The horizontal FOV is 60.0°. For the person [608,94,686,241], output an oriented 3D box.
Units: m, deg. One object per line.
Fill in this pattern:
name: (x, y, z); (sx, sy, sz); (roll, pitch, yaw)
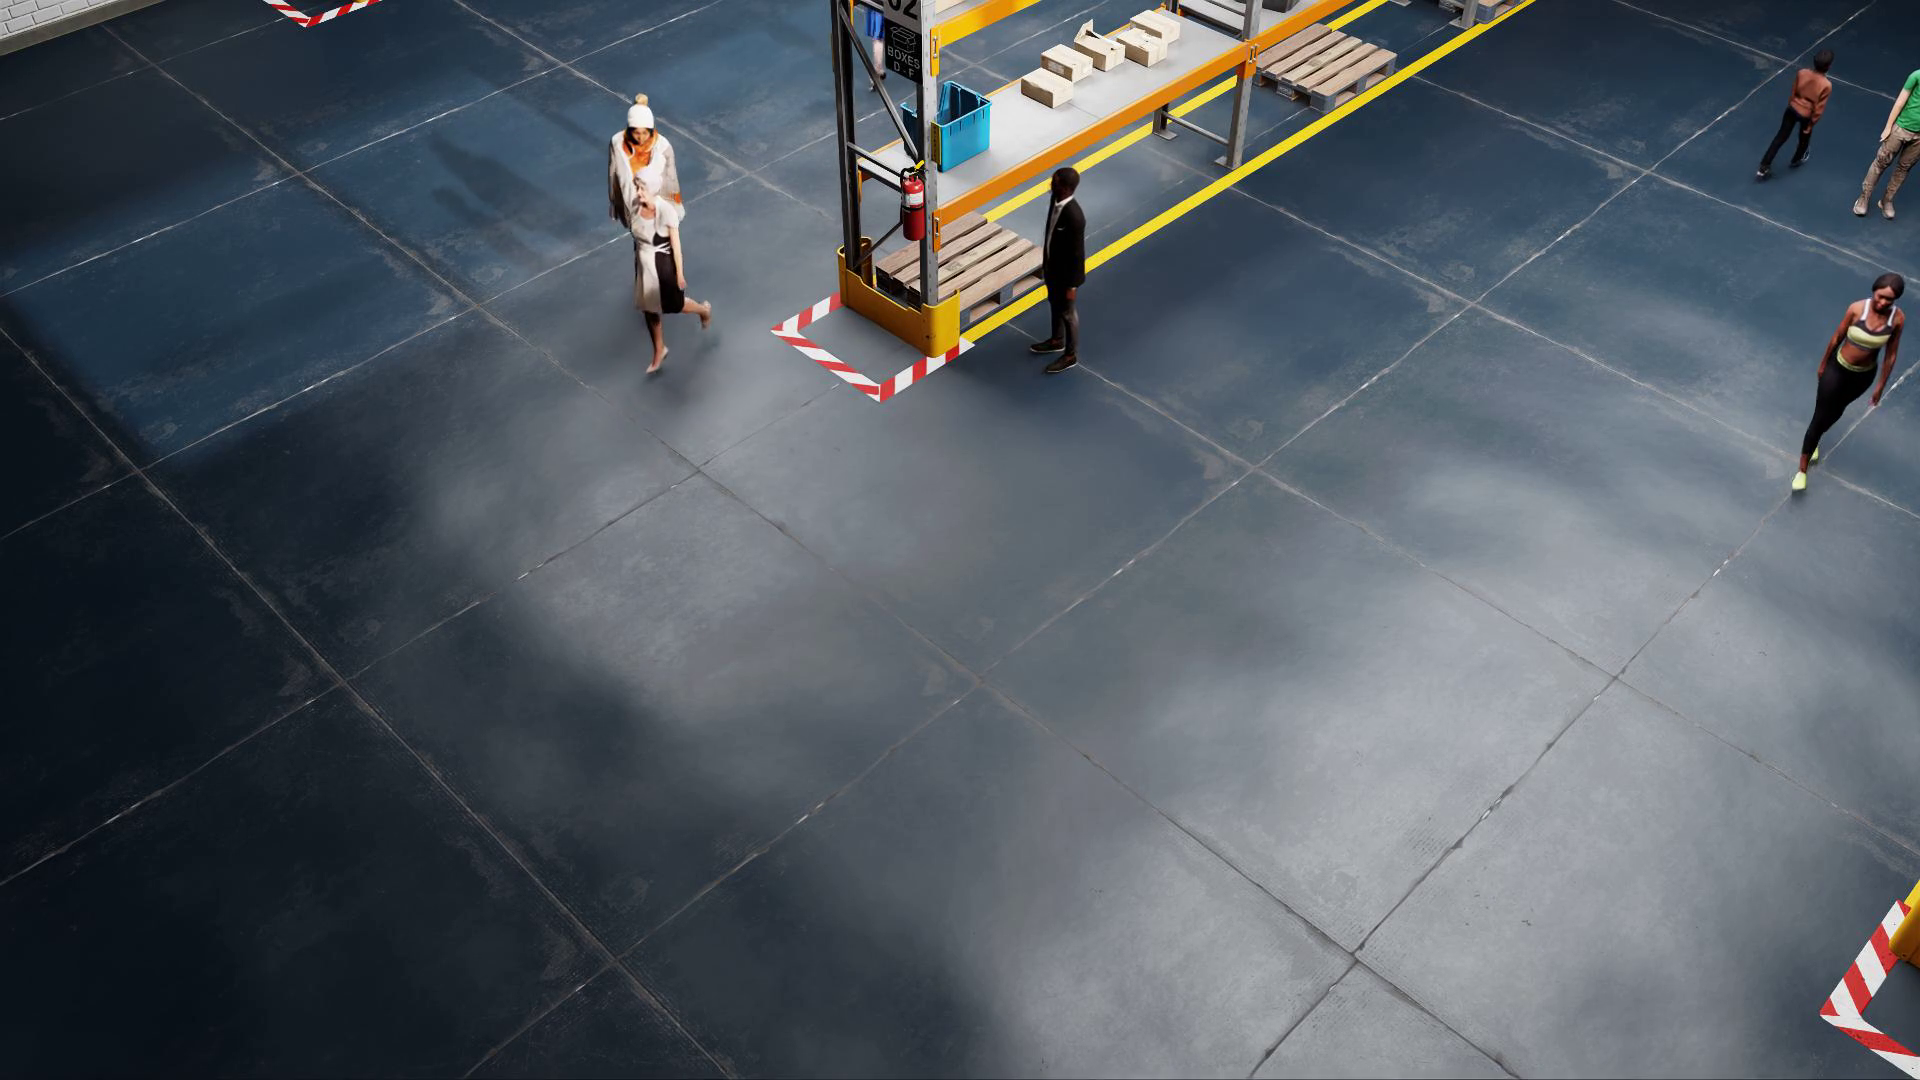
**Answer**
person: (-2.559, -2.850, 13.653); (1.167, 1.871, 1.261); (2, 44, 2)

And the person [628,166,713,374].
person: (-2.286, -2.154, 13.021); (0.739, 1.734, 1.054); (25, 49, 24)

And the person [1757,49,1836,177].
person: (7.641, -3.879, 15.203); (0.915, 1.223, 0.559); (-31, 52, -28)

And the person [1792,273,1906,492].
person: (6.465, -1.249, 12.081); (0.845, 1.720, 1.116); (15, 46, 15)

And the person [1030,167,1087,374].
person: (0.807, -2.118, 12.936); (0.724, 1.800, 0.738); (-14, 45, -14)

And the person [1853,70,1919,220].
person: (8.359, -3.618, 14.619); (0.674, 1.651, 0.691); (9, 44, 9)
